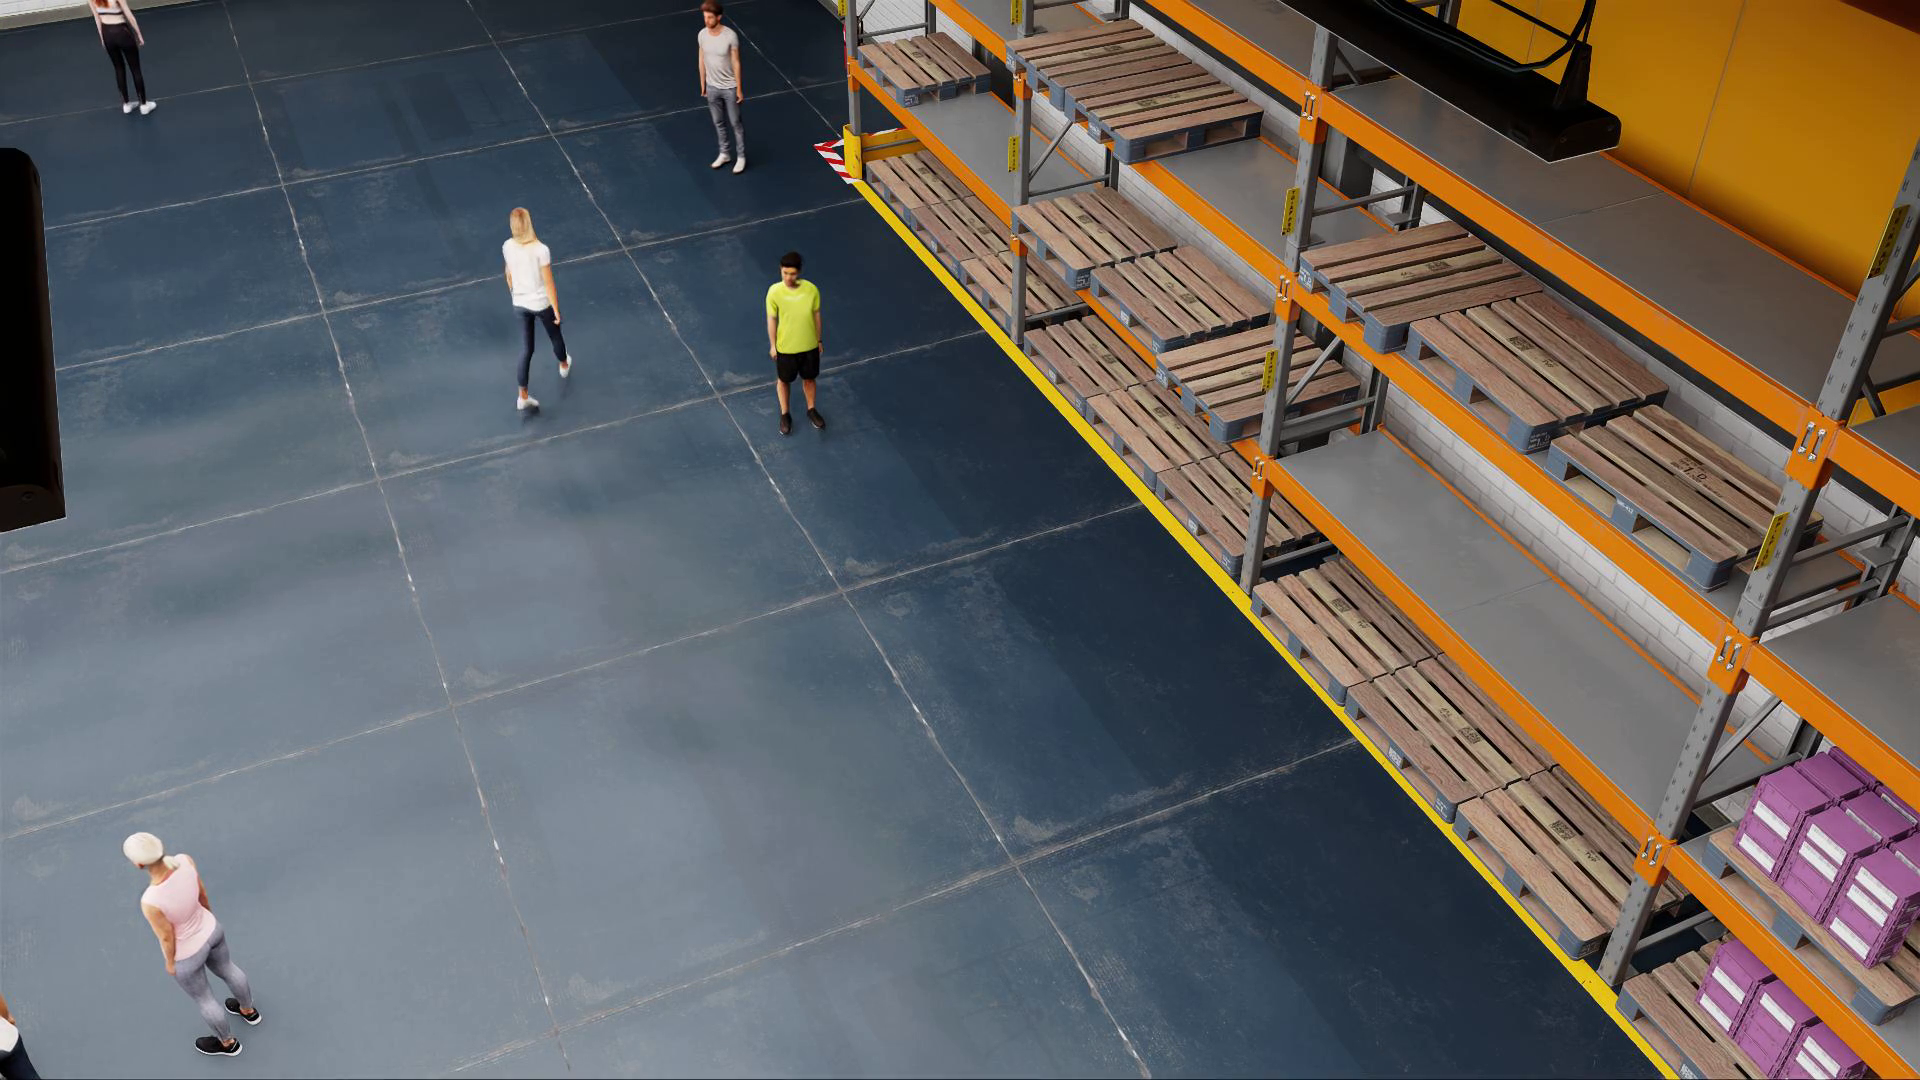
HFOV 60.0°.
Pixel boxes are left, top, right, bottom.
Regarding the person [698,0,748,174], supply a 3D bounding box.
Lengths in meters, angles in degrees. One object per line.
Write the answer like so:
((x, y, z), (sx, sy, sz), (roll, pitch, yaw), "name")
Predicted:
((-2.563, -4.935, 18.027), (0.749, 1.887, 0.806), (12, 40, 15), "person")

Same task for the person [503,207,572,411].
((-3.726, -1.951, 14.387), (1.071, 1.767, 1.266), (8, 39, 10), "person")

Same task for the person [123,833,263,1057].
((-4.244, 2.219, 9.203), (0.710, 1.722, 0.643), (11, 40, 13), "person")

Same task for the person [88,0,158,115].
((-9.696, -5.756, 19.173), (0.687, 1.741, 0.691), (0, 39, -1), "person")

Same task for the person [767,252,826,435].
((-1.395, -1.697, 14.119), (0.644, 1.706, 0.575), (-10, 40, -13), "person")
